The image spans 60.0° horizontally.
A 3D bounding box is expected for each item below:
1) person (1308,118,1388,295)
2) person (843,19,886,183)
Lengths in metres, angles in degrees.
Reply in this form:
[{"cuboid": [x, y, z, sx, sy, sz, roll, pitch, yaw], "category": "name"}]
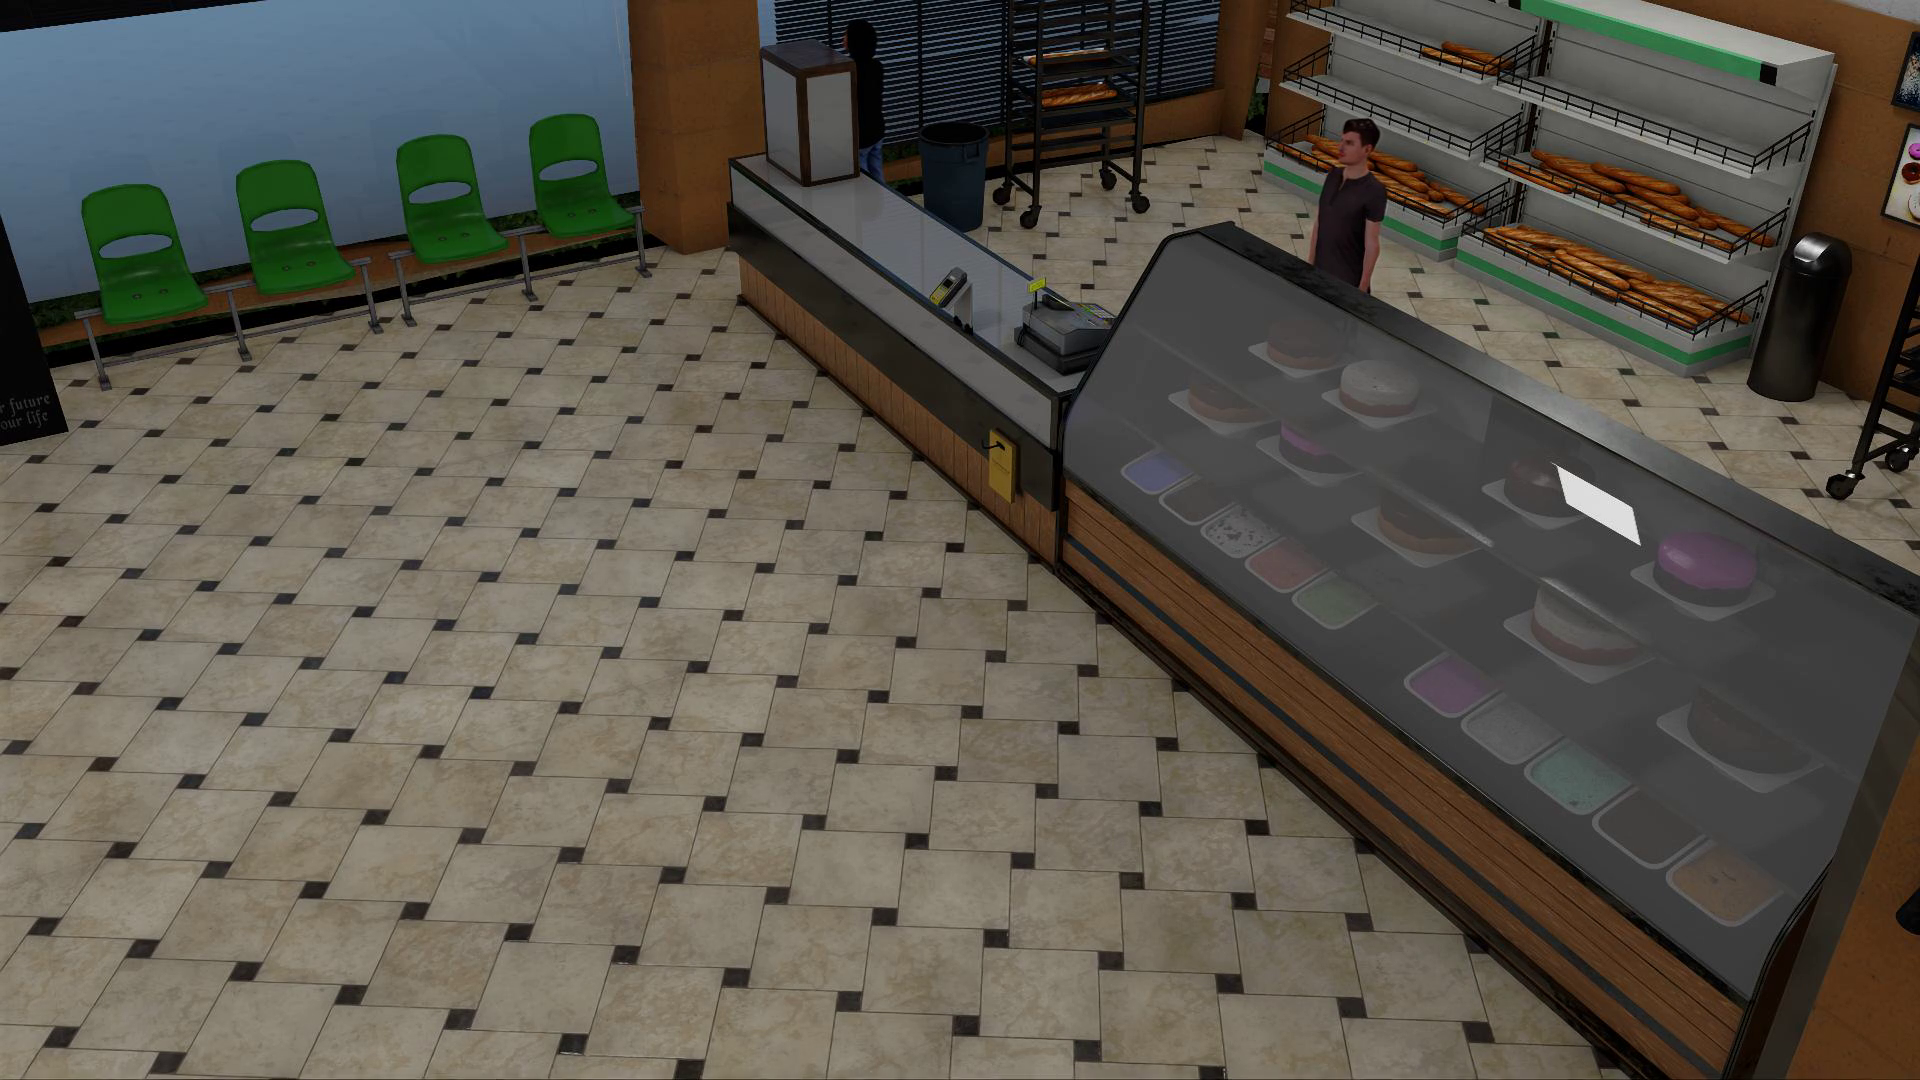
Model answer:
[{"cuboid": [2.143, -1.460, 9.338, 0.523, 1.853, 0.631, -17, 36, -25], "category": "person"}, {"cuboid": [-0.671, -2.757, 11.566, 0.719, 1.701, 0.622, 17, 36, 25], "category": "person"}]
